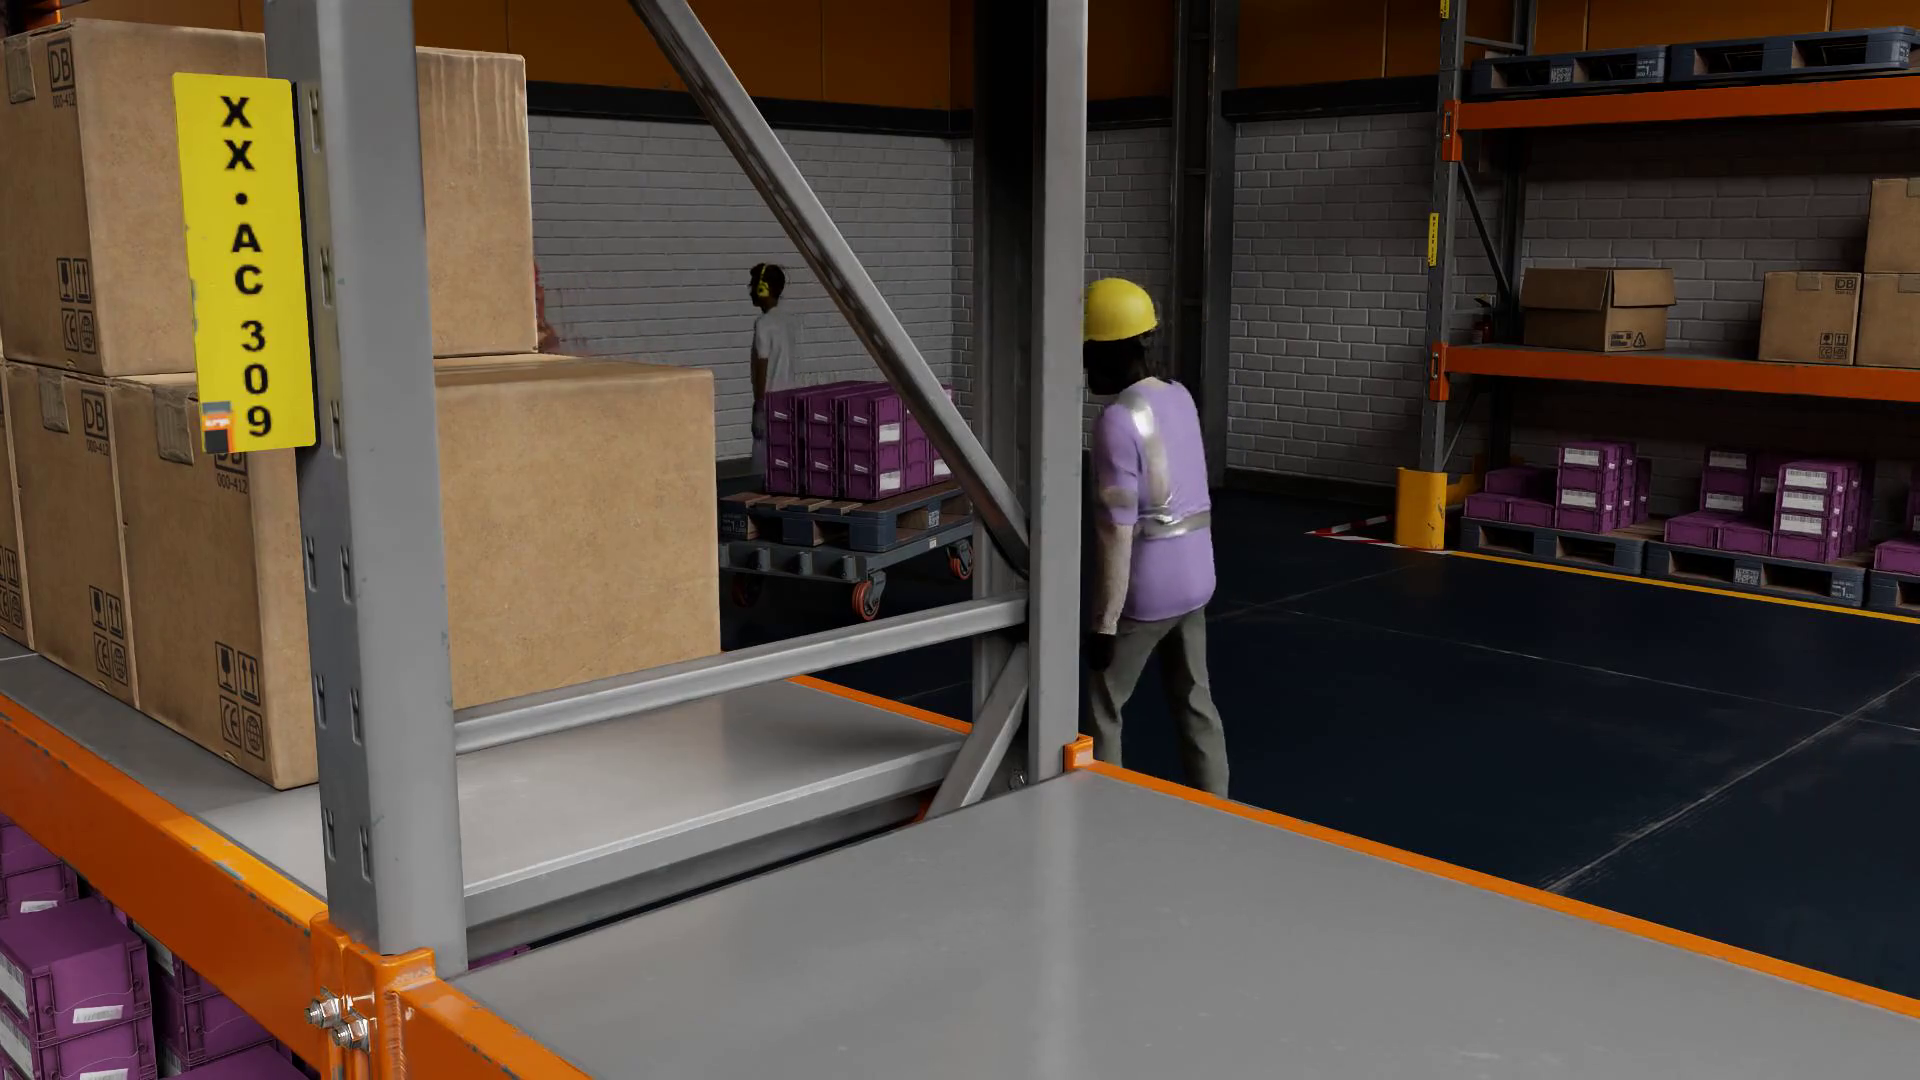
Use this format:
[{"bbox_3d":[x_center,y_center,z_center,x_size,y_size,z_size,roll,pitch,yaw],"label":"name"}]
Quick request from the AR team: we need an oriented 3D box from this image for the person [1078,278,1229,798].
[{"bbox_3d":[0.549,0.158,5.098,0.624,1.893,0.595,7,13,34],"label":"person"}]

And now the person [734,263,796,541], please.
[{"bbox_3d":[-1.167,-0.851,10.721,0.633,1.844,0.535,3,11,14],"label":"person"}]

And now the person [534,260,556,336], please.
[{"bbox_3d":[-2.469,-0.559,8.884,0.654,1.933,0.845,-3,11,-14],"label":"person"}]

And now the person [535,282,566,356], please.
[{"bbox_3d":[-1.605,-0.072,6.422,0.793,1.882,0.648,-5,11,-23],"label":"person"}]
